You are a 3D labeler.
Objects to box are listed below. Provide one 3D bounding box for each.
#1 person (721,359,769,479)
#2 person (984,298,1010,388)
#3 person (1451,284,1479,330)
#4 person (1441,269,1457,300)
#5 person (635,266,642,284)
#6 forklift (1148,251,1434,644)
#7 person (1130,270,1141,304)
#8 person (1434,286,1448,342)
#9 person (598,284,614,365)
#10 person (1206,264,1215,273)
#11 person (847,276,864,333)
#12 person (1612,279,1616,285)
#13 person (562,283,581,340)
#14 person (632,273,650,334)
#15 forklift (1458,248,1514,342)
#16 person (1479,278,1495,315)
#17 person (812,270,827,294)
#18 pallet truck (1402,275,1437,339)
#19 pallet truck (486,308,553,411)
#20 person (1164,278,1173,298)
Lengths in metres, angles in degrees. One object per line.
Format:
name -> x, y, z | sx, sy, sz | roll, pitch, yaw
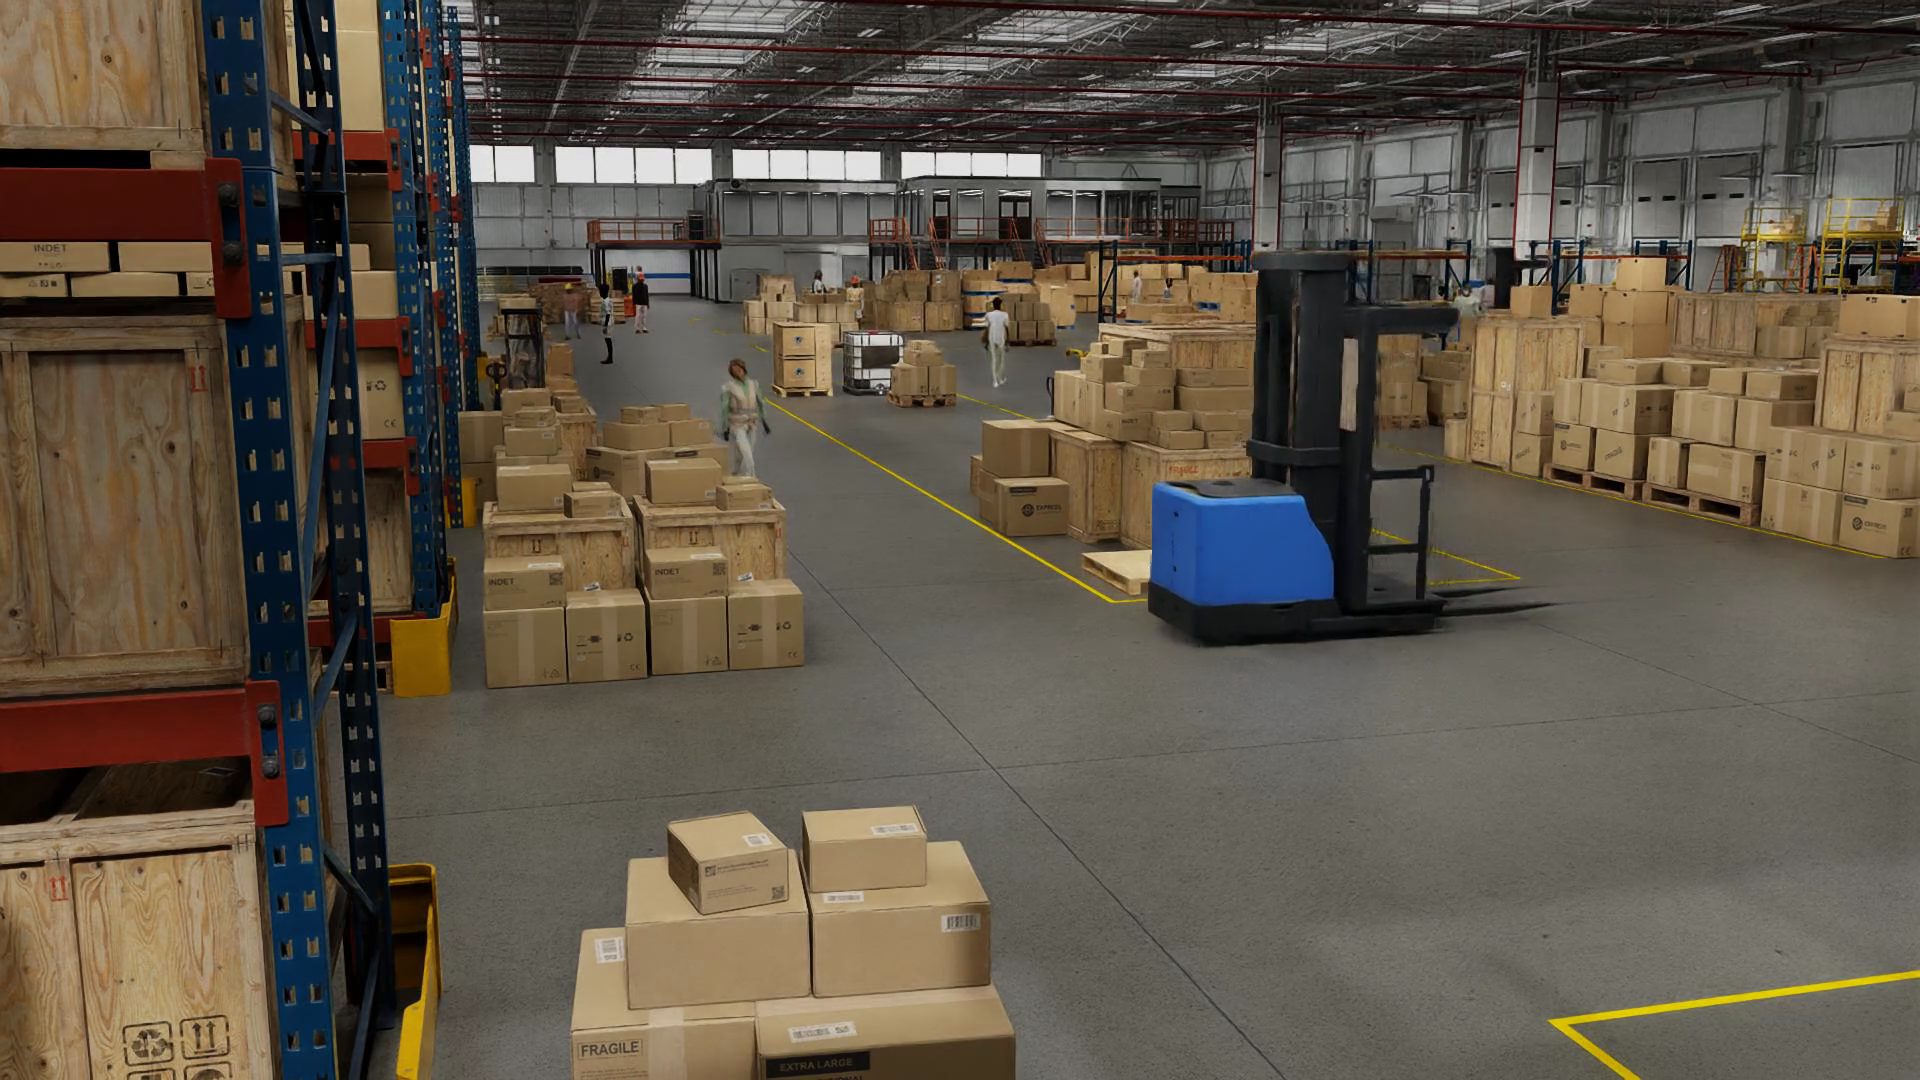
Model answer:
person -> -2.541, -1.306, 19.190 | 0.525, 1.596, 0.801 | -9, 14, -43
person -> 0.761, -4.047, 34.086 | 0.554, 1.816, 0.957 | 1, 10, 7
person -> 12.688, -5.472, 41.910 | 0.654, 1.902, 0.938 | 6, 12, 30
person -> 20.074, -10.148, 68.327 | 0.638, 1.922, 0.786 | 2, 10, 11
person -> -16.667, -13.293, 86.290 | 0.374, 1.881, 0.593 | -3, 11, -18
forklift -> 2.462, -0.740, 12.362 | 1.873, 2.768, 1.129 | -3, 10, -15
person -> 7.077, -9.813, 66.450 | 0.513, 1.919, 0.644 | 5, 11, 24
person -> 14.524, -6.817, 50.155 | 0.322, 1.691, 0.533 | -3, 10, -14
person -> -8.598, -5.240, 40.430 | 0.367, 1.966, 0.606 | -2, 10, -11
person -> 14.640, -15.279, 97.249 | 0.625, 1.968, 0.518 | -3, 10, -15
person -> -3.270, -7.254, 51.920 | 0.551, 1.934, 0.373 | 1, 10, 3
person -> 22.314, -8.010, 56.749 | 0.484, 1.744, 0.295 | 1, 10, 7
person -> -11.976, -7.044, 51.294 | 0.523, 1.738, 0.759 | 1, 10, 7
person -> -10.508, -7.797, 54.837 | 0.388, 1.990, 0.623 | 9, 14, 42
forklift -> 13.102, -5.664, 40.246 | 1.873, 2.768, 1.129 | 4, 11, 24
person -> 17.959, -7.980, 56.449 | 0.653, 1.787, 0.978 | 3, 10, 16
person -> -4.912, -8.447, 58.383 | 0.535, 2.000, 0.674 | -4, 11, -21
pallet truck -> 14.620, -7.324, 52.145 | 0.823, 1.965, 1.885 | 8, 13, 40
pallet truck -> -6.242, -2.418, 24.362 | 0.823, 1.965, 1.885 | 1, 10, 3
person -> 6.692, -7.495, 53.544 | 0.328, 1.854, 0.501 | 1, 10, 5
